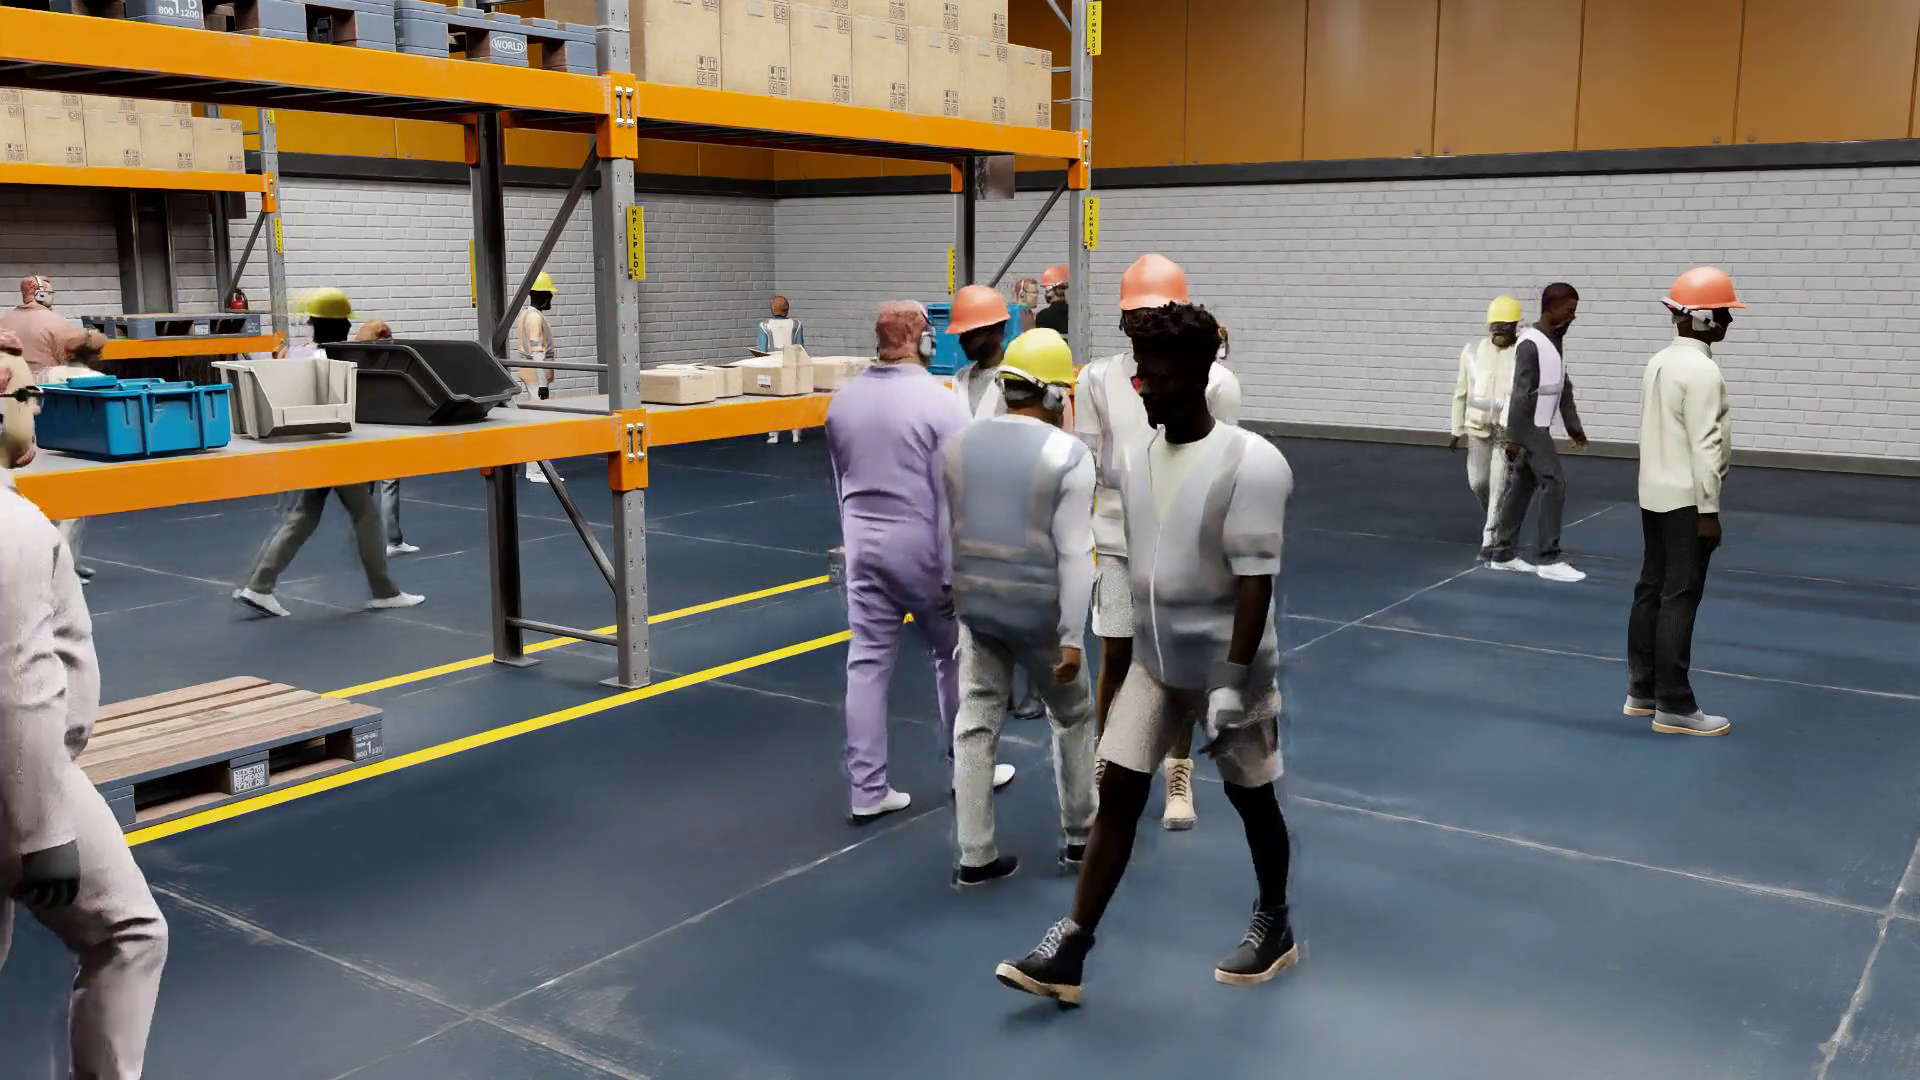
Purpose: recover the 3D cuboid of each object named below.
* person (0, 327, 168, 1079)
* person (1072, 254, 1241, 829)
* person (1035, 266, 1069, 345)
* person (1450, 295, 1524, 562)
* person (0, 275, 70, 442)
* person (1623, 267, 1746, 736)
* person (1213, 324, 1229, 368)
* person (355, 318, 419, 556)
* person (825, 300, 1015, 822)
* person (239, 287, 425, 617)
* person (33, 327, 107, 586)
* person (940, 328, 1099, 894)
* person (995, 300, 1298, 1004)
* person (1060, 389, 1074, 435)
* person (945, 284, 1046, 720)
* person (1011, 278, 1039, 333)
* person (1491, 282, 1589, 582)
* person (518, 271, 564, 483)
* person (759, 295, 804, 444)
[{"bbox_3d":[-1.917,0.501,3.487,0.673,1.887,0.657,6,11,32],"label":"person"},{"bbox_3d":[0.679,0.016,5.935,0.606,2.044,0.373,2,10,14],"label":"person"},{"bbox_3d":[0.776,-1.344,14.228,0.664,1.968,0.726,-9,13,-43],"label":"person"},{"bbox_3d":[3.697,-0.779,11.405,0.604,1.802,0.772,6,11,30],"label":"person"},{"bbox_3d":[-7.432,-1.185,13.509,0.643,1.905,0.400,2,10,11],"label":"person"},{"bbox_3d":[3.125,-0.169,7.178,0.379,1.996,0.611,0,10,0],"label":"person"},{"bbox_3d":[1.597,-0.680,11.348,0.666,1.609,0.535,7,12,35],"label":"person"},{"bbox_3d":[-4.003,-0.707,11.459,0.507,1.631,0.273,4,10,21],"label":"person"},{"bbox_3d":[-0.142,0.062,6.145,0.669,1.872,0.852,7,12,36],"label":"person"},{"bbox_3d":[-3.648,-0.495,9.471,0.971,1.885,0.589,-8,12,-39],"label":"person"},{"bbox_3d":[-5.496,-0.506,10.315,0.531,1.609,0.506,5,11,25],"label":"person"},{"bbox_3d":[0.240,0.221,5.430,0.608,1.801,0.744,6,11,32],"label":"person"},{"bbox_3d":[0.577,0.329,4.457,1.004,1.910,0.630,-8,12,-40],"label":"person"},{"bbox_3d":[0.378,-0.262,8.793,0.511,1.641,0.308,6,11,30],"label":"person"},{"bbox_3d":[0.149,-0.154,7.305,0.415,1.929,0.568,-7,12,-38],"label":"person"},{"bbox_3d":[0.644,-1.603,16.154,1.013,1.851,0.637,4,10,23],"label":"person"},{"bbox_3d":[3.792,-0.691,10.637,0.775,1.880,0.593,6,11,30],"label":"person"},{"bbox_3d":[-3.830,-1.480,15.192,0.374,1.925,0.595,-4,10,-20],"label":"person"},{"bbox_3d":[-1.968,-1.873,18.383,0.512,1.642,0.312,-2,10,-14],"label":"person"}]
